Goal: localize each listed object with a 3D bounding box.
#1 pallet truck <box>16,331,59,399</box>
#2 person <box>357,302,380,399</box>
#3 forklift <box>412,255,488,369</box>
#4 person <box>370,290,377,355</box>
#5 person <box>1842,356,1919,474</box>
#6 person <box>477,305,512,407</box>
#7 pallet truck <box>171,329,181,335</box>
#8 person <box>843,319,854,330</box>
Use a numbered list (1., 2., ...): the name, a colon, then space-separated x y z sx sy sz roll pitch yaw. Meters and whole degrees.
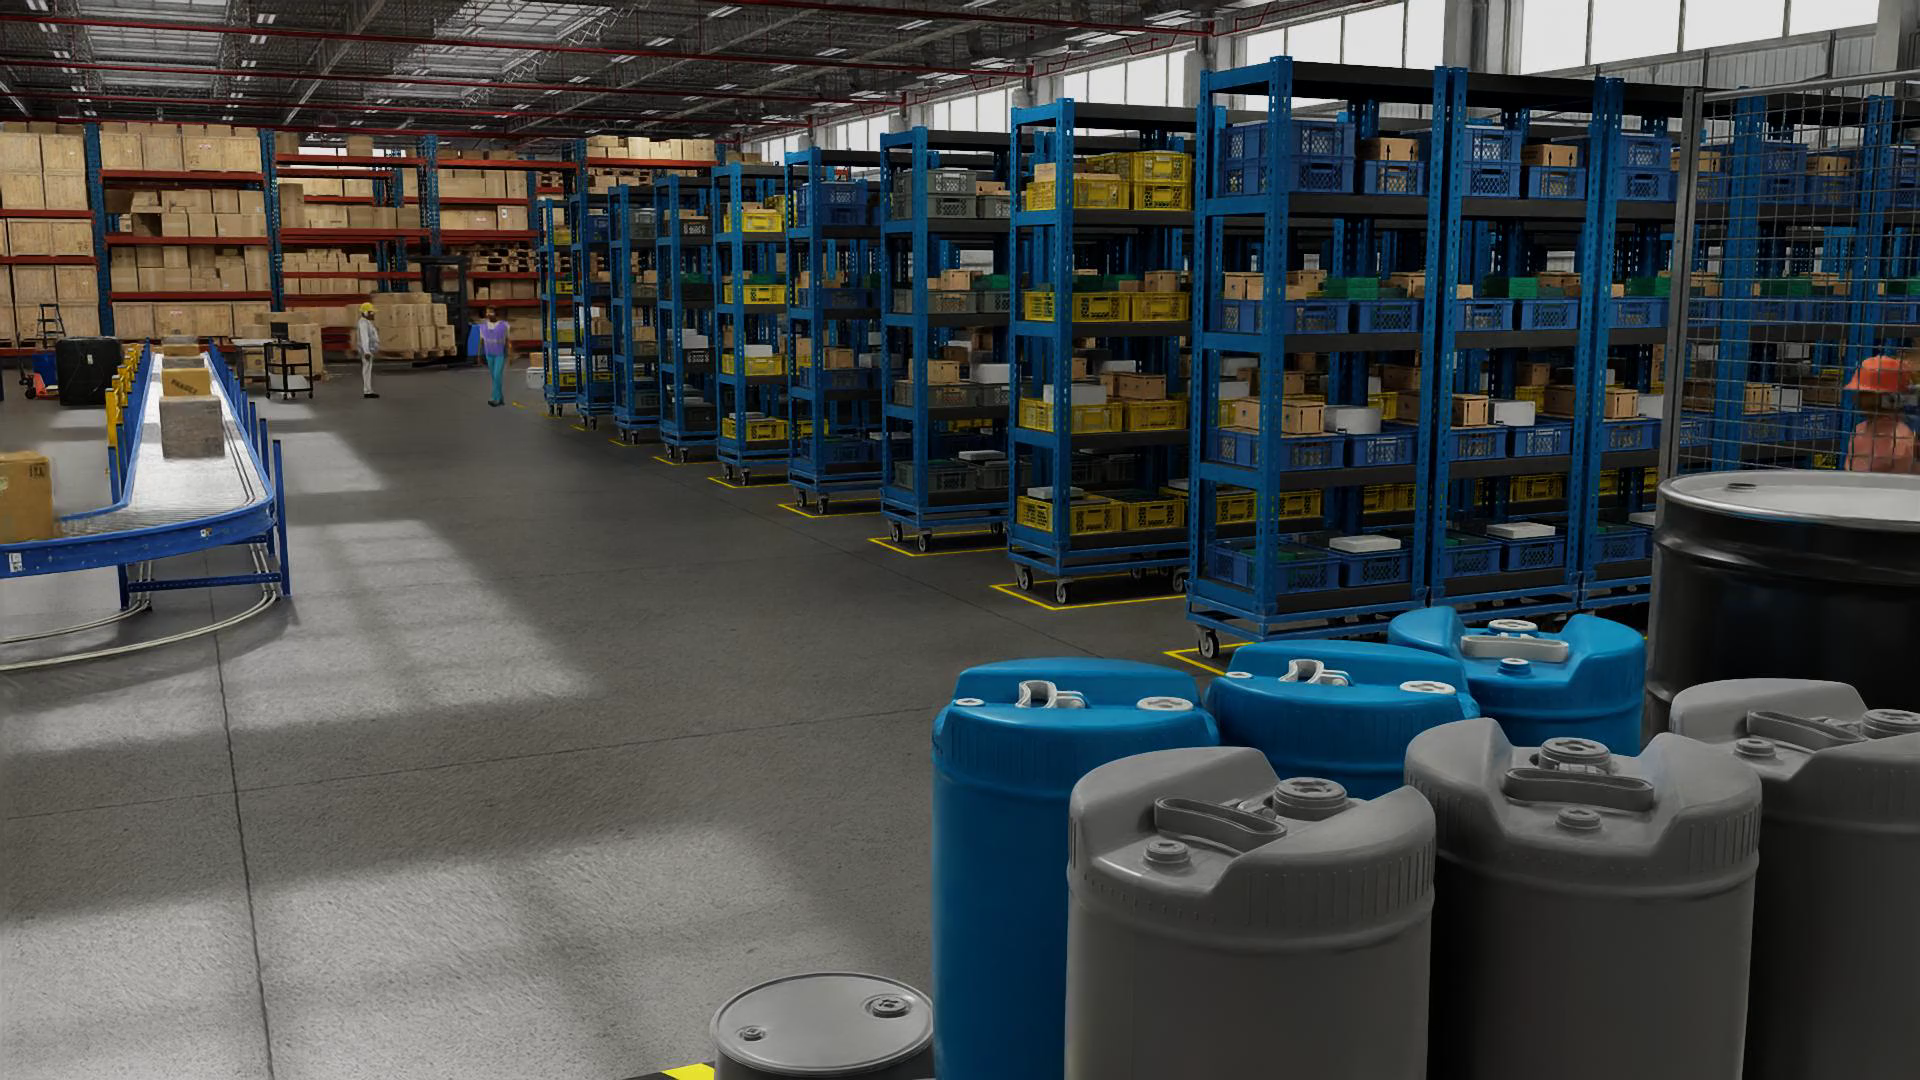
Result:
1. pallet truck: -17.082 -3.353 31.781 1.630 1.274 0.653 -4 10 -25
2. person: -11.282 -3.612 31.733 0.404 1.834 0.591 -2 9 -14
3. forklift: -12.765 -5.735 41.670 1.129 2.768 1.873 3 10 16
4. person: -16.772 -6.220 47.693 0.399 1.908 0.643 4 10 23
5. person: 4.866 0.016 8.777 0.663 1.979 0.629 1 9 7
6. person: -8.360 -3.269 29.688 0.588 1.805 0.906 2 9 15
7. pallet truck: -17.275 -3.851 35.096 1.601 1.201 0.680 0 9 1
8. person: -2.682 -4.637 37.856 0.641 1.913 0.407 -8 12 -40
